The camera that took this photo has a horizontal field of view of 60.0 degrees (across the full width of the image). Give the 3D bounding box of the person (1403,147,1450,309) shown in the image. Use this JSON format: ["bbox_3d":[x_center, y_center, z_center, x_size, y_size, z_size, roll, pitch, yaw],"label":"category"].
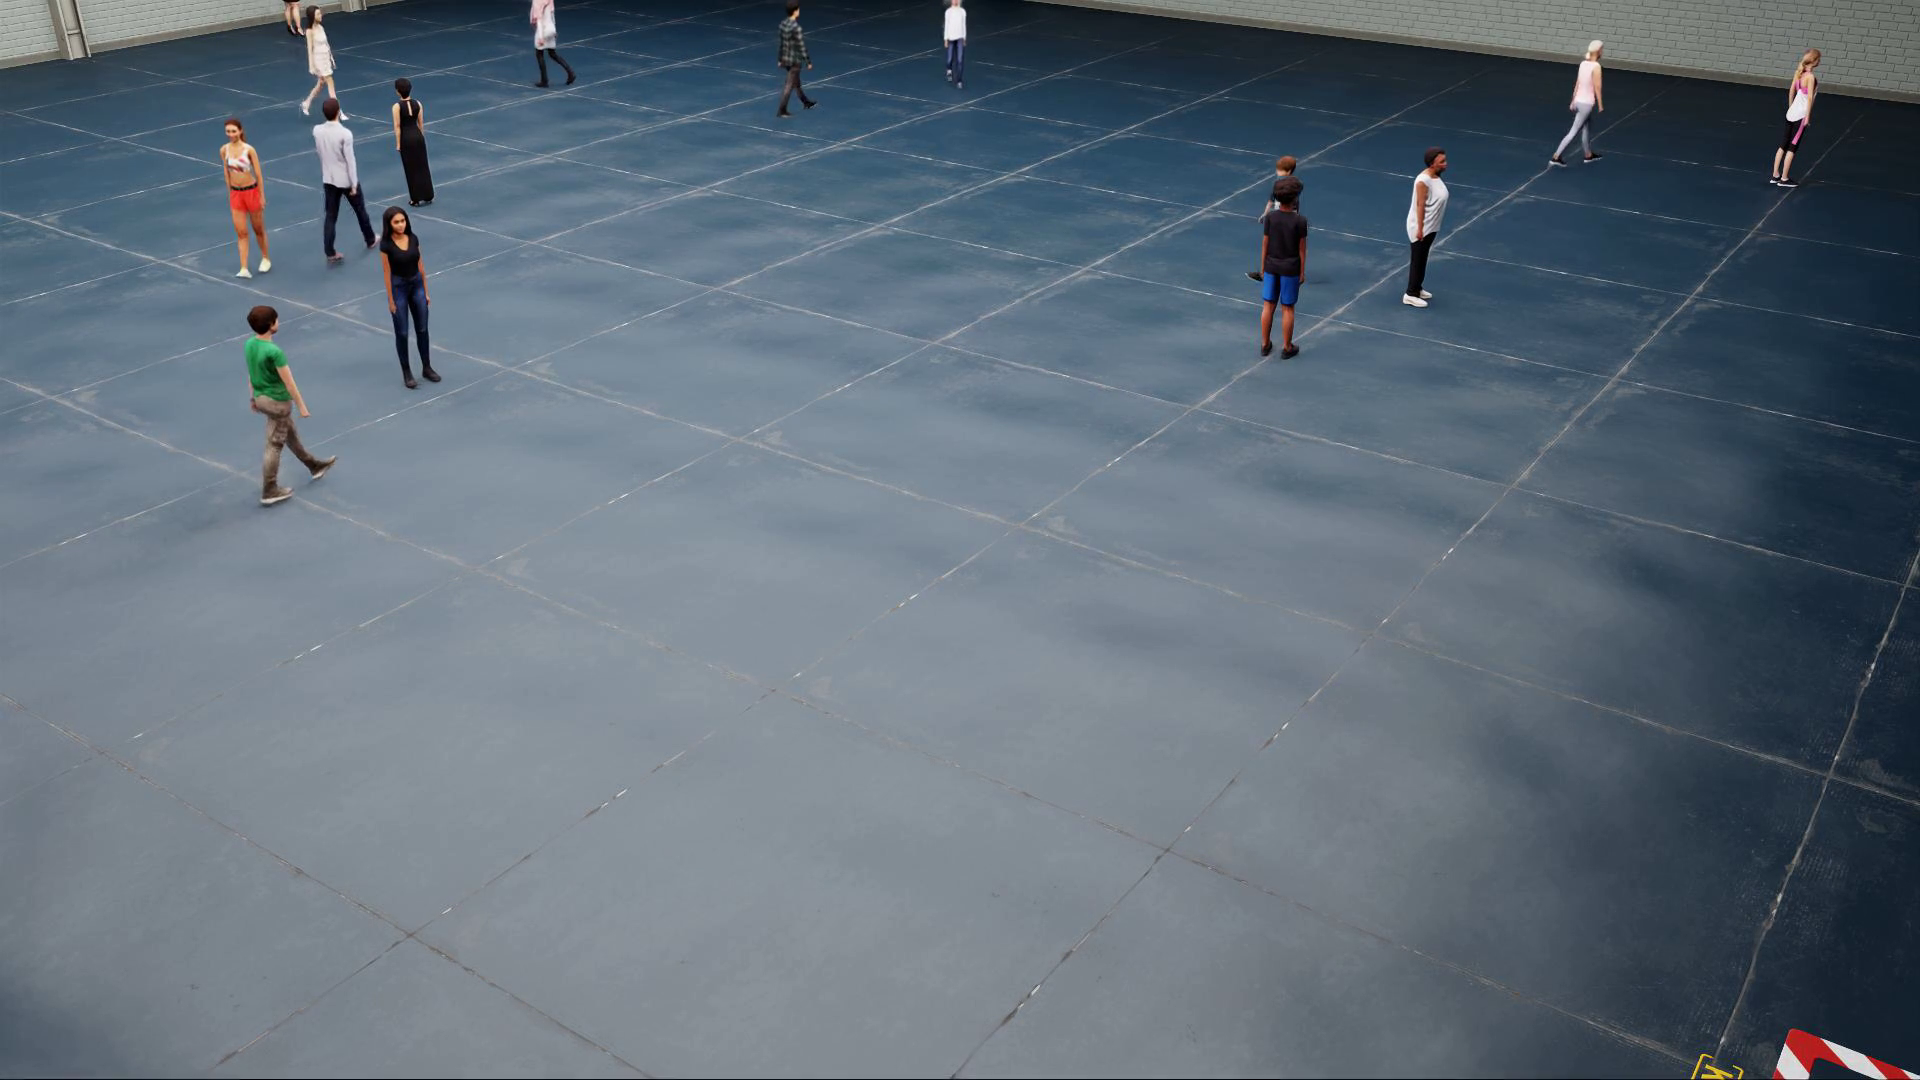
[{"bbox_3d":[5.005,-3.384,17.865,0.740,1.687,0.583,14,30,25],"label":"person"}]

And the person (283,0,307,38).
[{"bbox_3d":[-12.740,-10.461,31.573,0.662,1.720,0.593,16,31,28],"label":"person"}]

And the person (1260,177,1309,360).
[{"bbox_3d":[3.172,-2.674,16.368,0.626,1.794,0.591,14,30,25],"label":"person"}]

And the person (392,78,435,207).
[{"bbox_3d":[-7.005,-5.081,21.254,0.623,1.601,0.456,19,33,32],"label":"person"}]

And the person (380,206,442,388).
[{"bbox_3d":[-5.234,-2.316,15.736,0.513,1.736,0.639,-24,36,-39],"label":"person"}]

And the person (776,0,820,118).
[{"bbox_3d":[-2.583,-7.171,24.905,1.139,1.680,0.904,-19,33,-33],"label":"person"}]

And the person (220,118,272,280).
[{"bbox_3d":[-7.987,-3.862,18.706,0.947,1.767,1.067,0,27,-1],"label":"person"}]

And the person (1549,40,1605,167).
[{"bbox_3d":[8.507,-5.954,22.856,1.115,1.686,1.038,-6,28,-11],"label":"person"}]

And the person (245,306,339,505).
[{"bbox_3d":[-5.609,-1.063,13.426,0.636,1.622,1.006,19,33,33],"label":"person"}]

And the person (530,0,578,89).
[{"bbox_3d":[-6.858,-8.317,27.345,0.915,1.778,1.047,10,29,18],"label":"person"}]

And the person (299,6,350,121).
[{"bbox_3d":[-9.816,-7.235,25.323,0.915,1.705,1.041,5,28,9],"label":"person"}]

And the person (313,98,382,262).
[{"bbox_3d":[-7.175,-4.092,19.106,1.007,1.809,1.279,5,28,9],"label":"person"}]

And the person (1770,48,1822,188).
[{"bbox_3d":[11.113,-5.614,22.084,0.745,1.787,0.671,-3,27,-6],"label":"person"}]

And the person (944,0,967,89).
[{"bbox_3d":[-0.076,-8.317,27.608,0.918,1.537,1.013,-3,27,-6],"label":"person"}]

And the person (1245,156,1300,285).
[{"bbox_3d":[3.657,-3.542,18.471,0.994,1.412,0.905,-6,28,-11],"label":"person"}]
